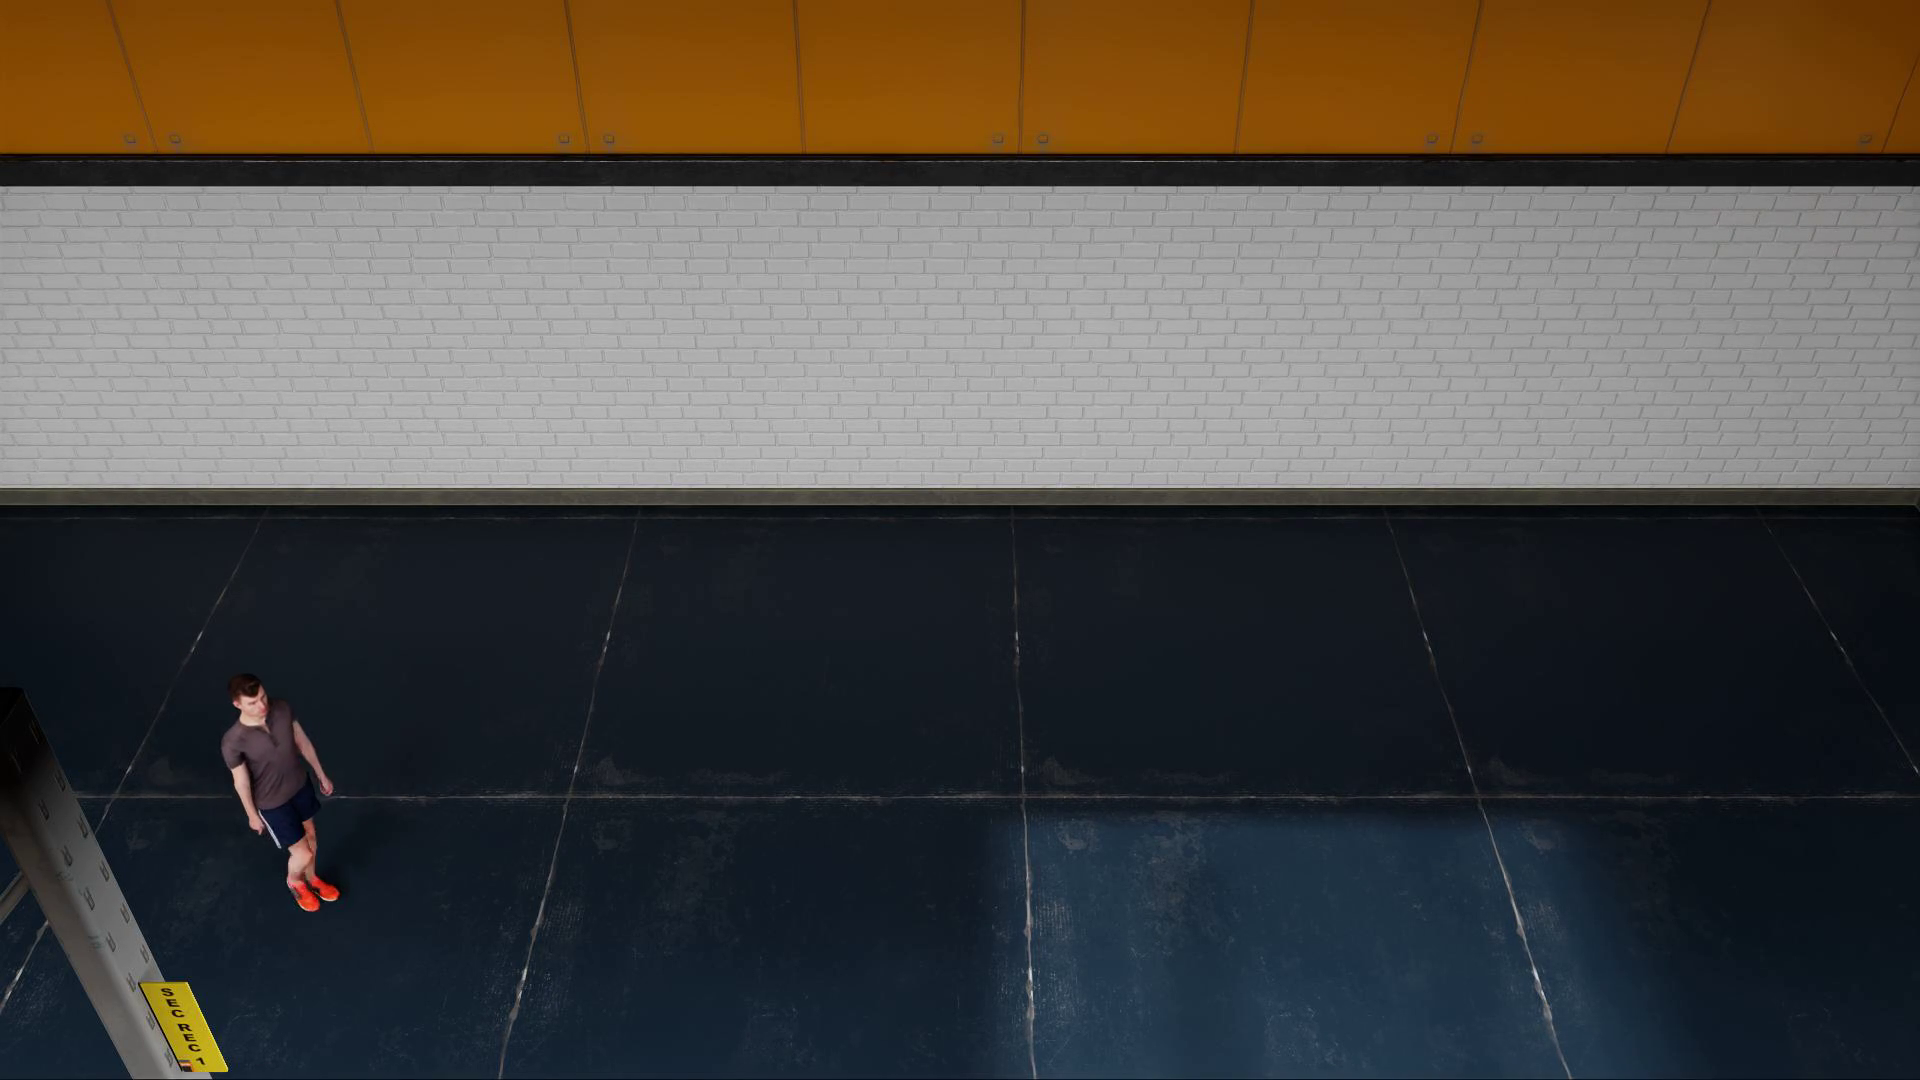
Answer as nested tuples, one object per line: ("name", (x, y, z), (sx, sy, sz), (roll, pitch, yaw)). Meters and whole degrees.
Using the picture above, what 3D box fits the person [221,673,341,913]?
("person", (-4.044, 1.448, 9.794), (0.807, 1.842, 0.694), (17, 42, 21))
